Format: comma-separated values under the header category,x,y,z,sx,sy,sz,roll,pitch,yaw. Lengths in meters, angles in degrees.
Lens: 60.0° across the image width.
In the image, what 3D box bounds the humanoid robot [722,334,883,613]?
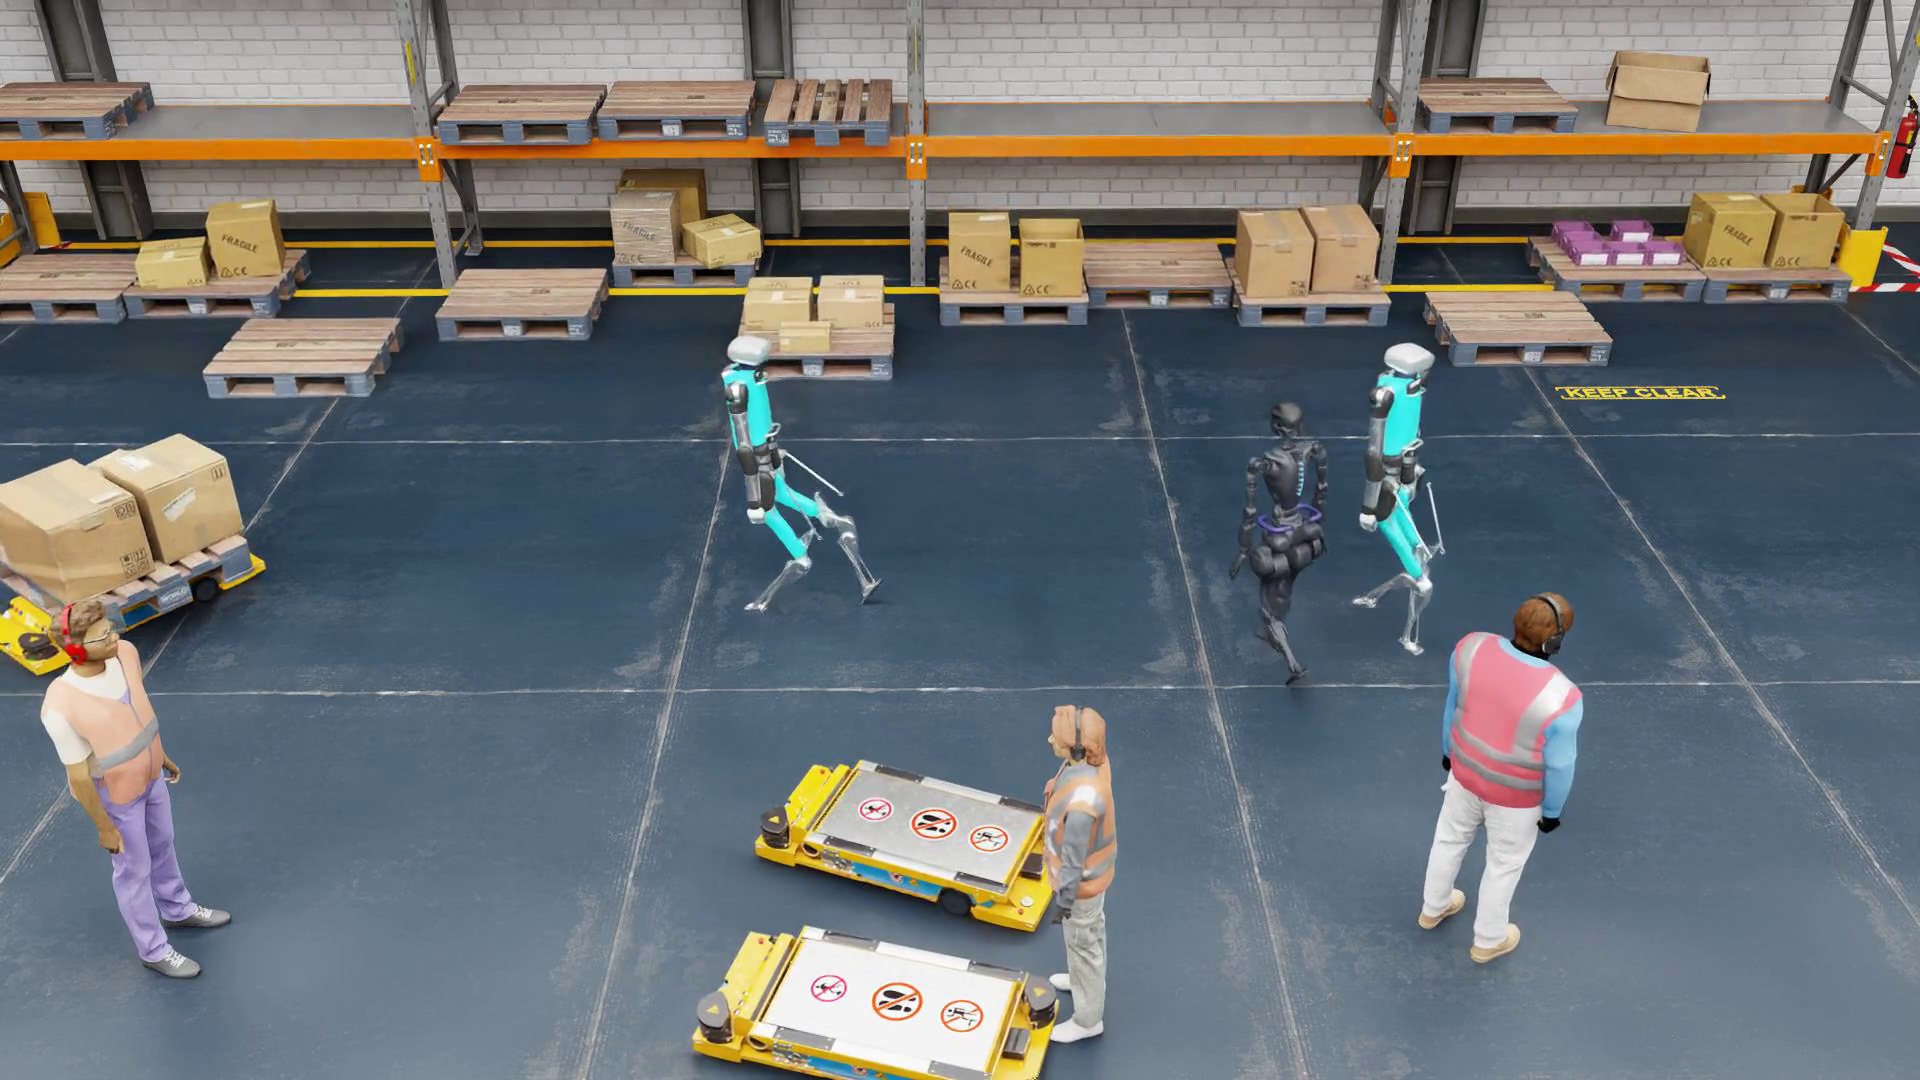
category,x,y,z,sx,sy,sz,roll,pitch,yaw
humanoid robot,-0.843,-0.319,9.557,0.990,1.775,0.561,3,31,5

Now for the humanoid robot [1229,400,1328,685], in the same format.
category,x,y,z,sx,sy,sz,roll,pitch,yaw
humanoid robot,1.804,0.019,9.047,0.611,1.637,0.630,-15,34,-23

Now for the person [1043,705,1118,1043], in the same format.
category,x,y,z,sx,sy,sz,roll,pitch,yaw
person,0.485,1.358,6.824,0.313,1.632,0.516,4,31,7

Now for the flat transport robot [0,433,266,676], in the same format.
category,x,y,z,sx,sy,sz,roll,pitch,yaw
flat transport robot,-4.971,0.304,9.905,0.659,0.231,1.431,22,37,32

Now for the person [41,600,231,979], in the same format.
category,x,y,z,sx,sy,sz,roll,pitch,yaw
person,-3.567,1.057,7.117,0.391,1.849,0.563,1,31,2

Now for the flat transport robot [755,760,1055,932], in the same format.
category,x,y,z,sx,sy,sz,roll,pitch,yaw
flat transport robot,-0.204,1.437,8.019,1.431,0.231,0.659,12,33,19

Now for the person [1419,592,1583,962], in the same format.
category,x,y,z,sx,sy,sz,roll,pitch,yaw
person,2.345,1.020,7.201,0.432,1.835,0.630,-21,37,-31

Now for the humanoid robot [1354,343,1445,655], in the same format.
category,x,y,z,sx,sy,sz,roll,pitch,yaw
humanoid robot,2.608,-0.184,9.340,0.827,1.790,0.550,24,39,34

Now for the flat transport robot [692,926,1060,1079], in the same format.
category,x,y,z,sx,sy,sz,roll,pitch,yaw
flat transport robot,-0.345,2.022,7.045,1.431,0.231,0.659,8,32,14
